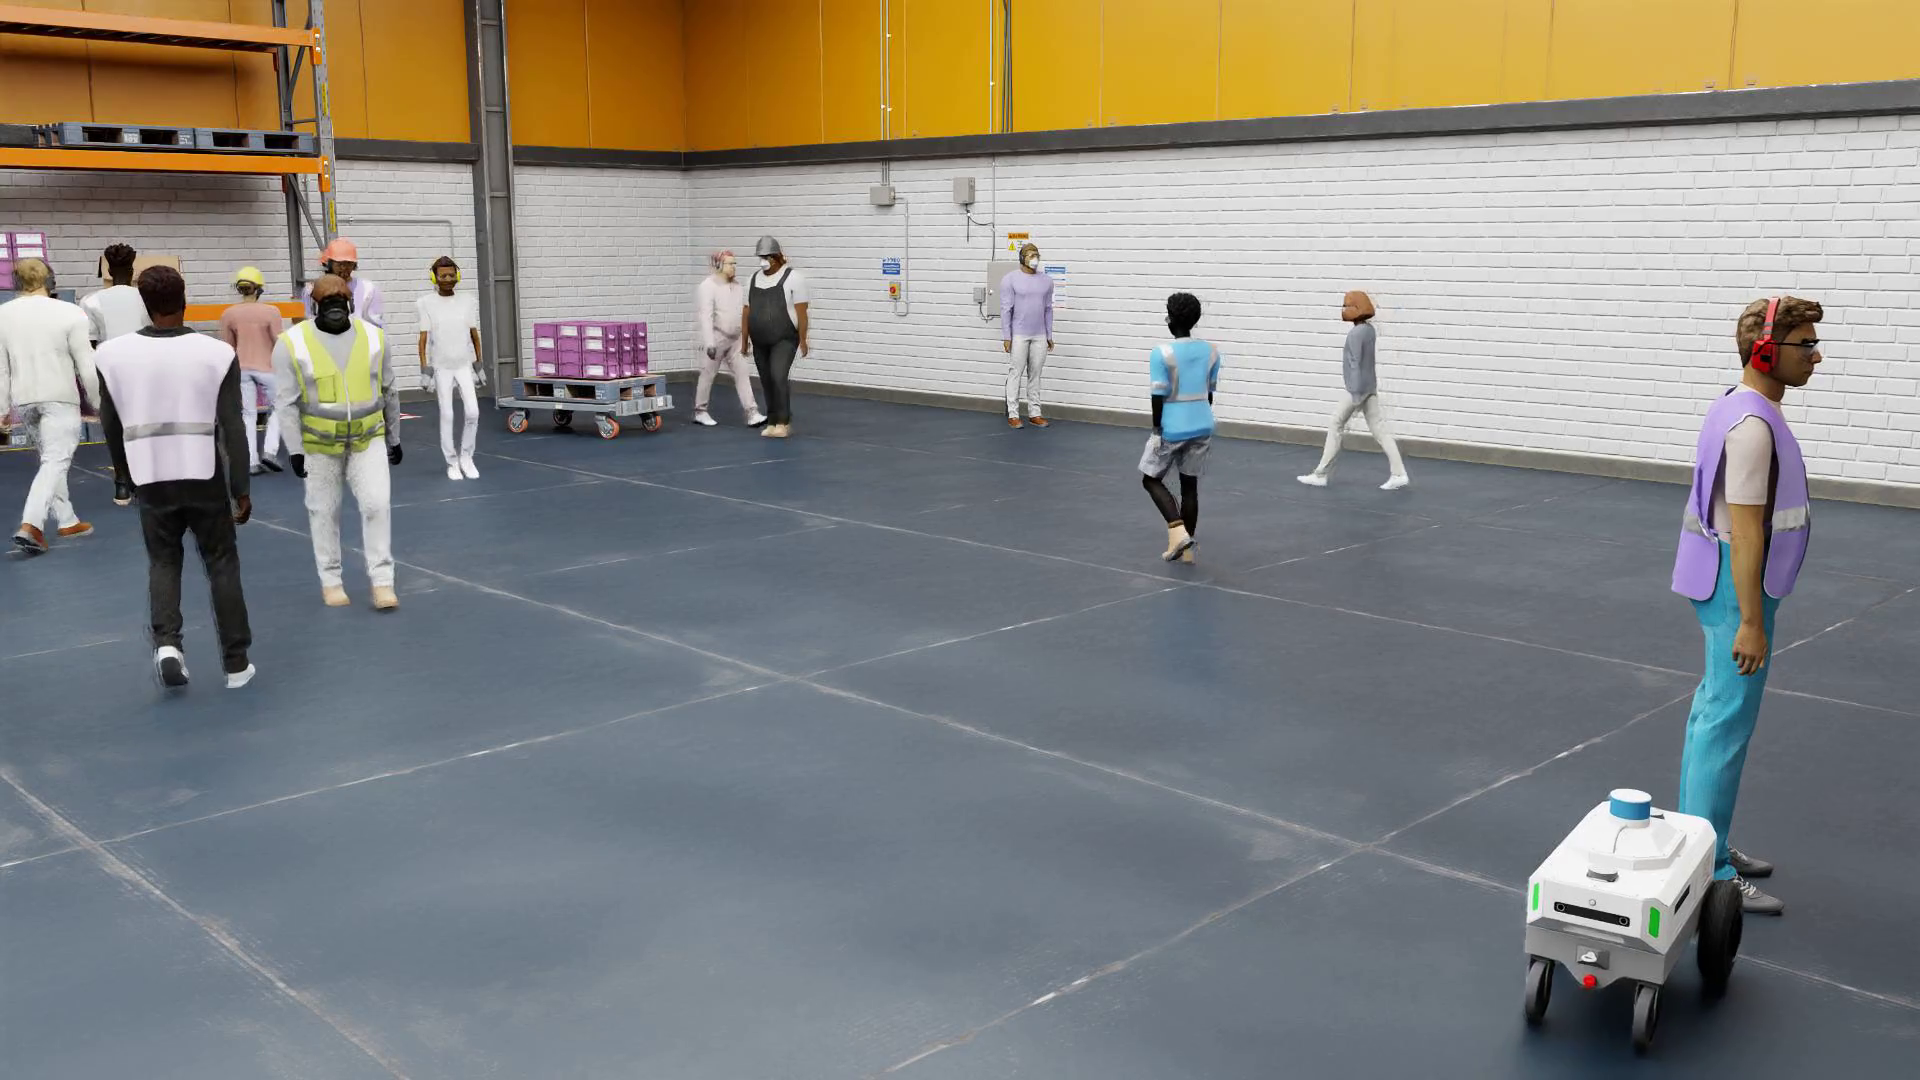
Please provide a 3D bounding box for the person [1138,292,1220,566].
[{"bbox_3d":[1.349,-0.664,10.139,0.539,1.683,0.394,-5,12,-27],"label":"person"}]

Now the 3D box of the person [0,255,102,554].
[{"bbox_3d":[-5.931,-0.876,10.727,0.635,1.906,0.961,1,10,4],"label":"person"}]

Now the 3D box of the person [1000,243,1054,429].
[{"bbox_3d":[0.719,-2.147,17.529,0.631,1.940,0.372,-6,12,-28],"label":"person"}]

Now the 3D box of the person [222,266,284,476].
[{"bbox_3d":[-5.928,-1.419,14.030,0.568,1.753,0.412,1,10,4],"label":"person"}]

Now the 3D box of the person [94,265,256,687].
[{"bbox_3d":[-3.459,-0.262,7.373,0.605,1.895,0.510,-3,11,-16],"label":"person"}]

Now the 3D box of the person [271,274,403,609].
[{"bbox_3d":[-3.294,-0.507,8.932,0.653,1.812,0.769,-7,12,-32],"label":"person"}]

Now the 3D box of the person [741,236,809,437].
[{"bbox_3d":[-1.907,-2.025,16.586,0.712,2.000,0.647,5,11,25],"label":"person"}]

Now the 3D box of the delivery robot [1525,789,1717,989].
[{"bbox_3d":[1.762,0.905,4.409,0.477,0.478,0.707,7,12,34],"label":"delivery robot"}]

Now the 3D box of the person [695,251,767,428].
[{"bbox_3d":[-2.460,-2.106,17.530,1.017,1.854,0.665,8,13,37],"label":"person"}]

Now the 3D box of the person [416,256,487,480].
[{"bbox_3d":[-4.170,-1.401,13.695,0.567,1.848,0.513,-6,12,-28],"label":"person"}]

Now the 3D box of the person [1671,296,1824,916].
[{"bbox_3d":[2.364,0.186,5.062,0.375,1.843,0.575,4,11,21],"label":"person"}]

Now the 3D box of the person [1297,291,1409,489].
[{"bbox_3d":[3.198,-1.192,13.285,0.888,1.587,0.497,8,13,36],"label":"person"}]

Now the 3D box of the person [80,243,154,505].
[{"bbox_3d":[-6.263,-1.248,12.558,0.613,1.962,0.367,-4,11,-22],"label":"person"}]

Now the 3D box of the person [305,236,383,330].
[{"bbox_3d":[-5.221,-1.560,14.116,0.622,2.017,0.673,-6,12,-28],"label":"person"}]

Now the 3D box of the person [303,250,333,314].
[{"bbox_3d":[-5.996,-1.818,15.827,0.567,1.918,0.564,2,11,9],"label":"person"}]
